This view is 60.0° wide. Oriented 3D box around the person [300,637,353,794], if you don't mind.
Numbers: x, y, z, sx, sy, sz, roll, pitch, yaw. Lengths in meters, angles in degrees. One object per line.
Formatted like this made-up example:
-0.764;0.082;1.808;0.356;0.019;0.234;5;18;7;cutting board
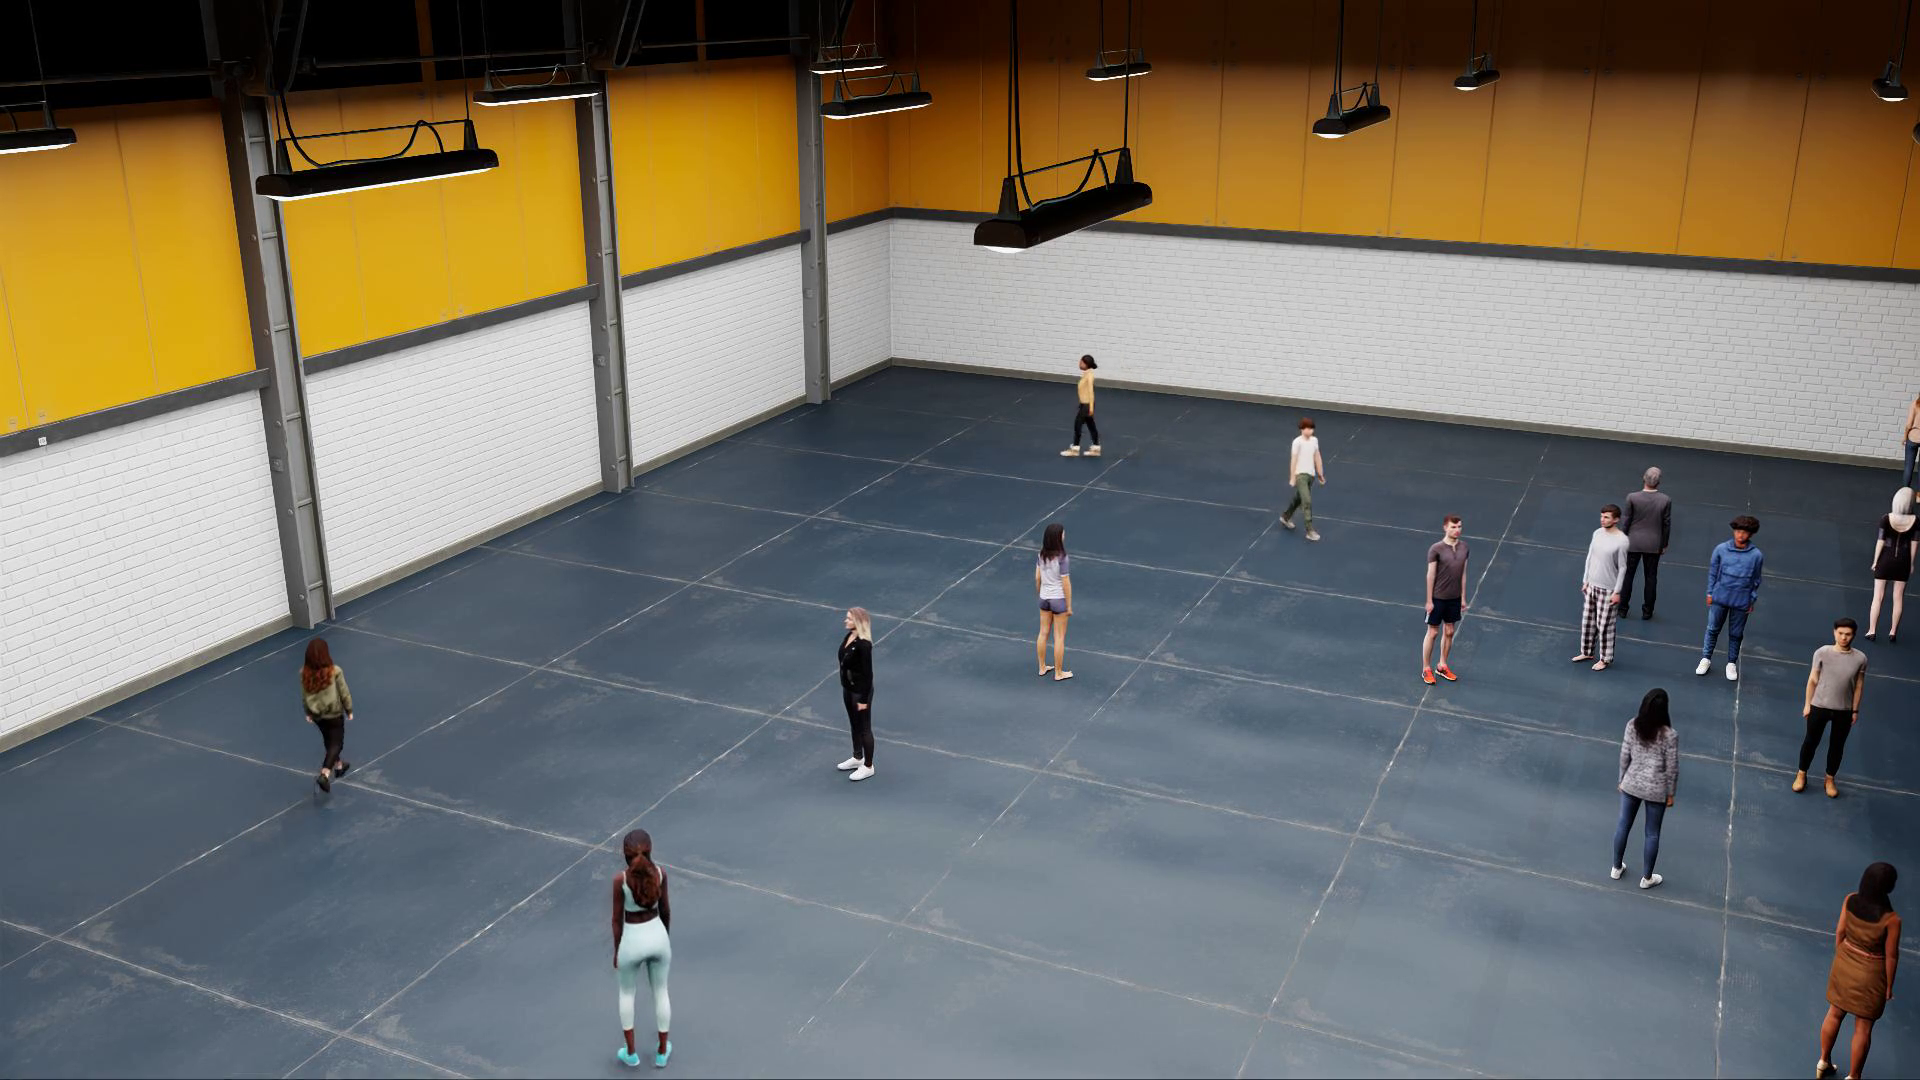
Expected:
-5.866;1.628;15.342;0.810;1.454;1.033;1;19;3;person

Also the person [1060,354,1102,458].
2.074;-2.089;26.093;0.868;1.637;0.911;1;19;2;person

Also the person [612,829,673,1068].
-2.174;2.814;11.423;0.746;1.708;0.809;-8;20;-23;person

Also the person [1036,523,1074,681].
1.006;0.646;17.820;0.642;1.733;0.600;16;25;40;person

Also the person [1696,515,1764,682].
8.288;0.592;17.858;0.678;1.811;0.574;10;21;27;person

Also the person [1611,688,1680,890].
5.651;2.028;13.717;0.667;1.733;0.623;16;24;40;person

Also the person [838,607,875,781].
-0.944;1.417;15.603;0.722;1.687;0.689;-10;21;-26;person

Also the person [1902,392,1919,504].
13.785;-1.422;23.868;0.591;1.792;0.521;8;20;21;person

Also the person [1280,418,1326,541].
4.605;-0.863;22.483;1.125;1.618;1.058;-10;21;-28;person

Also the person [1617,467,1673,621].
8.008;0.029;19.483;0.751;1.842;0.660;5;19;14;person

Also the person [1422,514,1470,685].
5.171;0.608;17.743;0.717;1.854;0.771;-6;20;-18;person

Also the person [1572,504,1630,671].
7.005;0.494;18.093;0.735;1.847;0.711;-10;21;-27;person

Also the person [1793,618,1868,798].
8.012;1.512;15.267;0.606;1.722;0.514;8;20;22;person

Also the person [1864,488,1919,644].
10.533;0.279;18.758;0.601;1.830;0.535;6;20;17;person

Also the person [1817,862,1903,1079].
6.031;2.918;11.145;0.684;1.688;0.649;-10;21;-26;person
